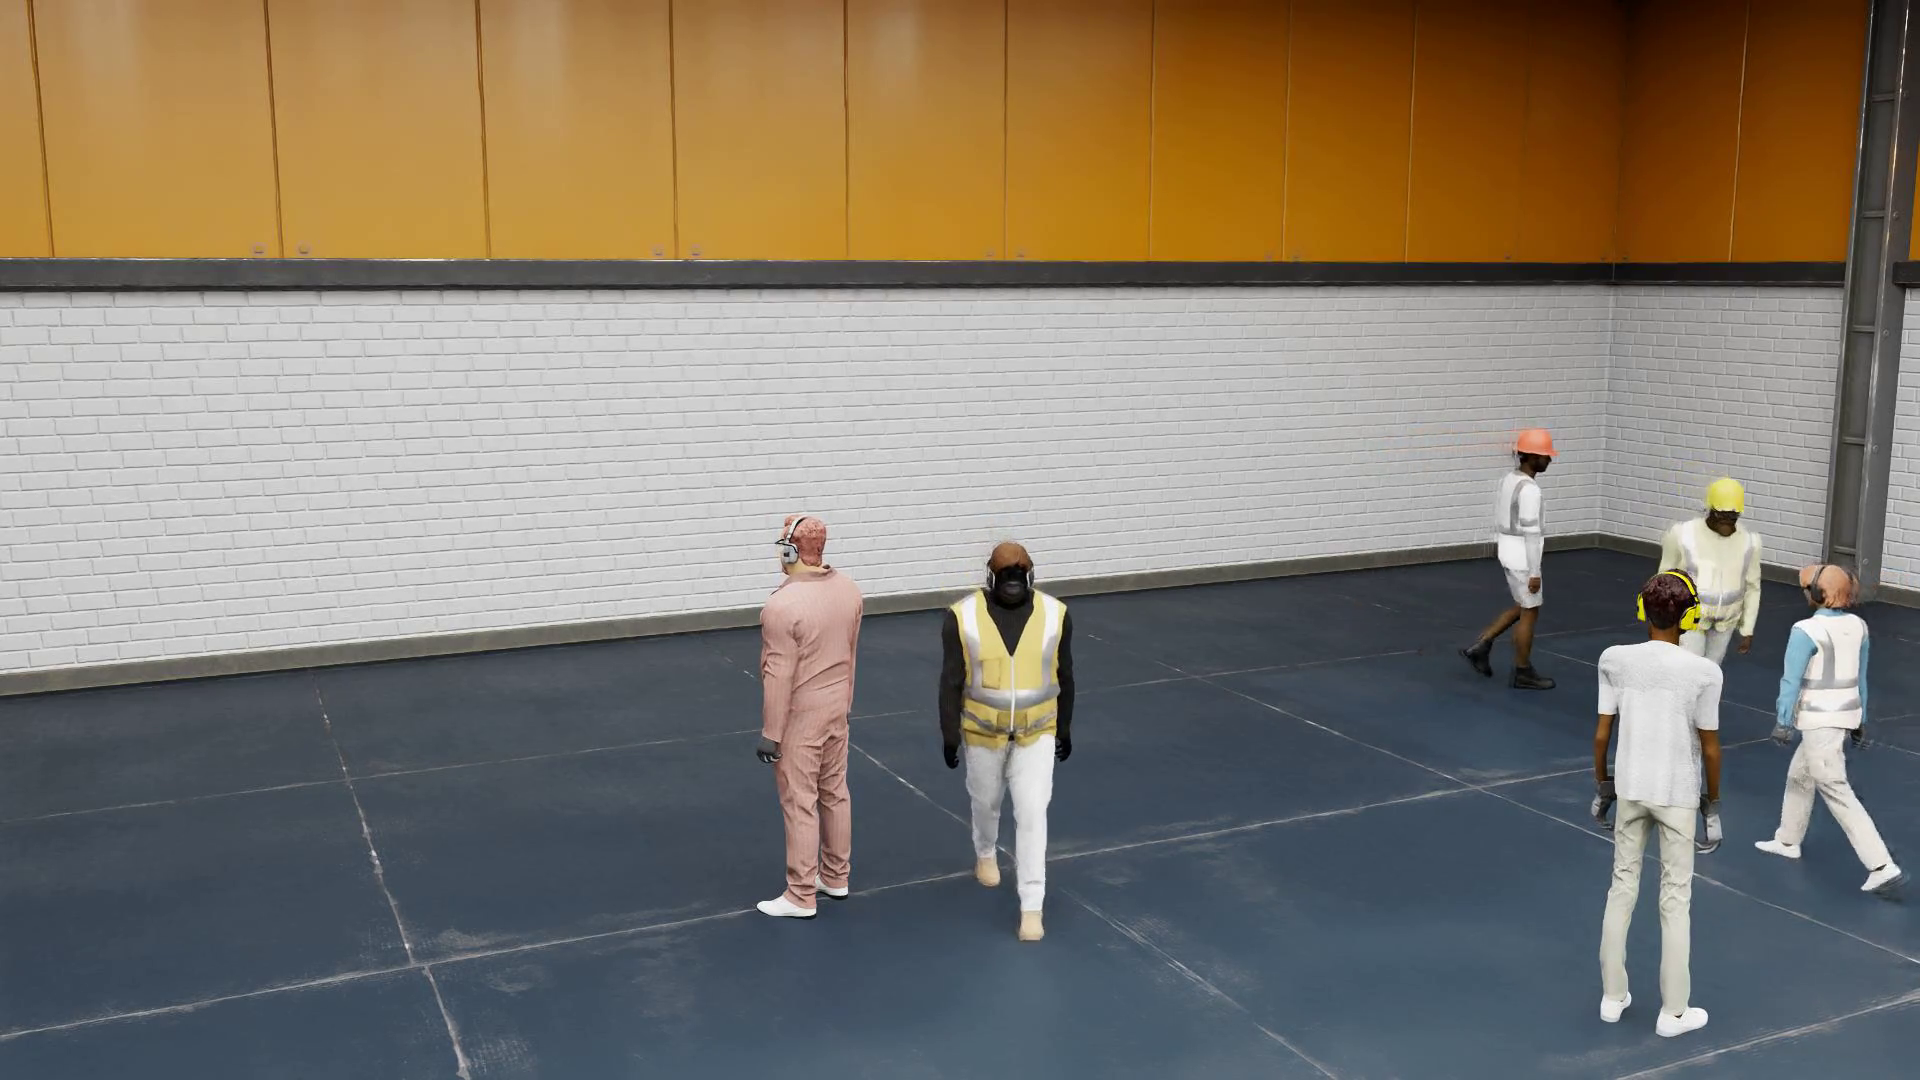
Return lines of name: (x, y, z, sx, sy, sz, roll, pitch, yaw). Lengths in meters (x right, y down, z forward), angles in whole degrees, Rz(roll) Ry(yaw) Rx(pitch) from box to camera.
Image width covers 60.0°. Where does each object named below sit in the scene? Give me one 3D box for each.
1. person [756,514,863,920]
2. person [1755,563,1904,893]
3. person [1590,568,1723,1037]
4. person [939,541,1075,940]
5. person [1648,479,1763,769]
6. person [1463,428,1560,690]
person: (-0.738, 0.827, 7.857, 0.407, 1.908, 0.641, 5, 11, 31)
person: (4.366, 0.921, 8.259, 0.511, 1.600, 0.831, -5, 11, -30)
person: (2.785, 1.039, 6.652, 0.521, 1.872, 0.328, 8, 12, 41)
person: (0.219, 0.876, 7.899, 0.641, 1.807, 0.934, 0, 9, -2)
person: (4.607, 0.513, 10.203, 0.625, 1.780, 0.795, 0, 9, 1)
person: (4.045, 0.143, 12.036, 0.547, 1.925, 0.571, 0, 9, 2)
